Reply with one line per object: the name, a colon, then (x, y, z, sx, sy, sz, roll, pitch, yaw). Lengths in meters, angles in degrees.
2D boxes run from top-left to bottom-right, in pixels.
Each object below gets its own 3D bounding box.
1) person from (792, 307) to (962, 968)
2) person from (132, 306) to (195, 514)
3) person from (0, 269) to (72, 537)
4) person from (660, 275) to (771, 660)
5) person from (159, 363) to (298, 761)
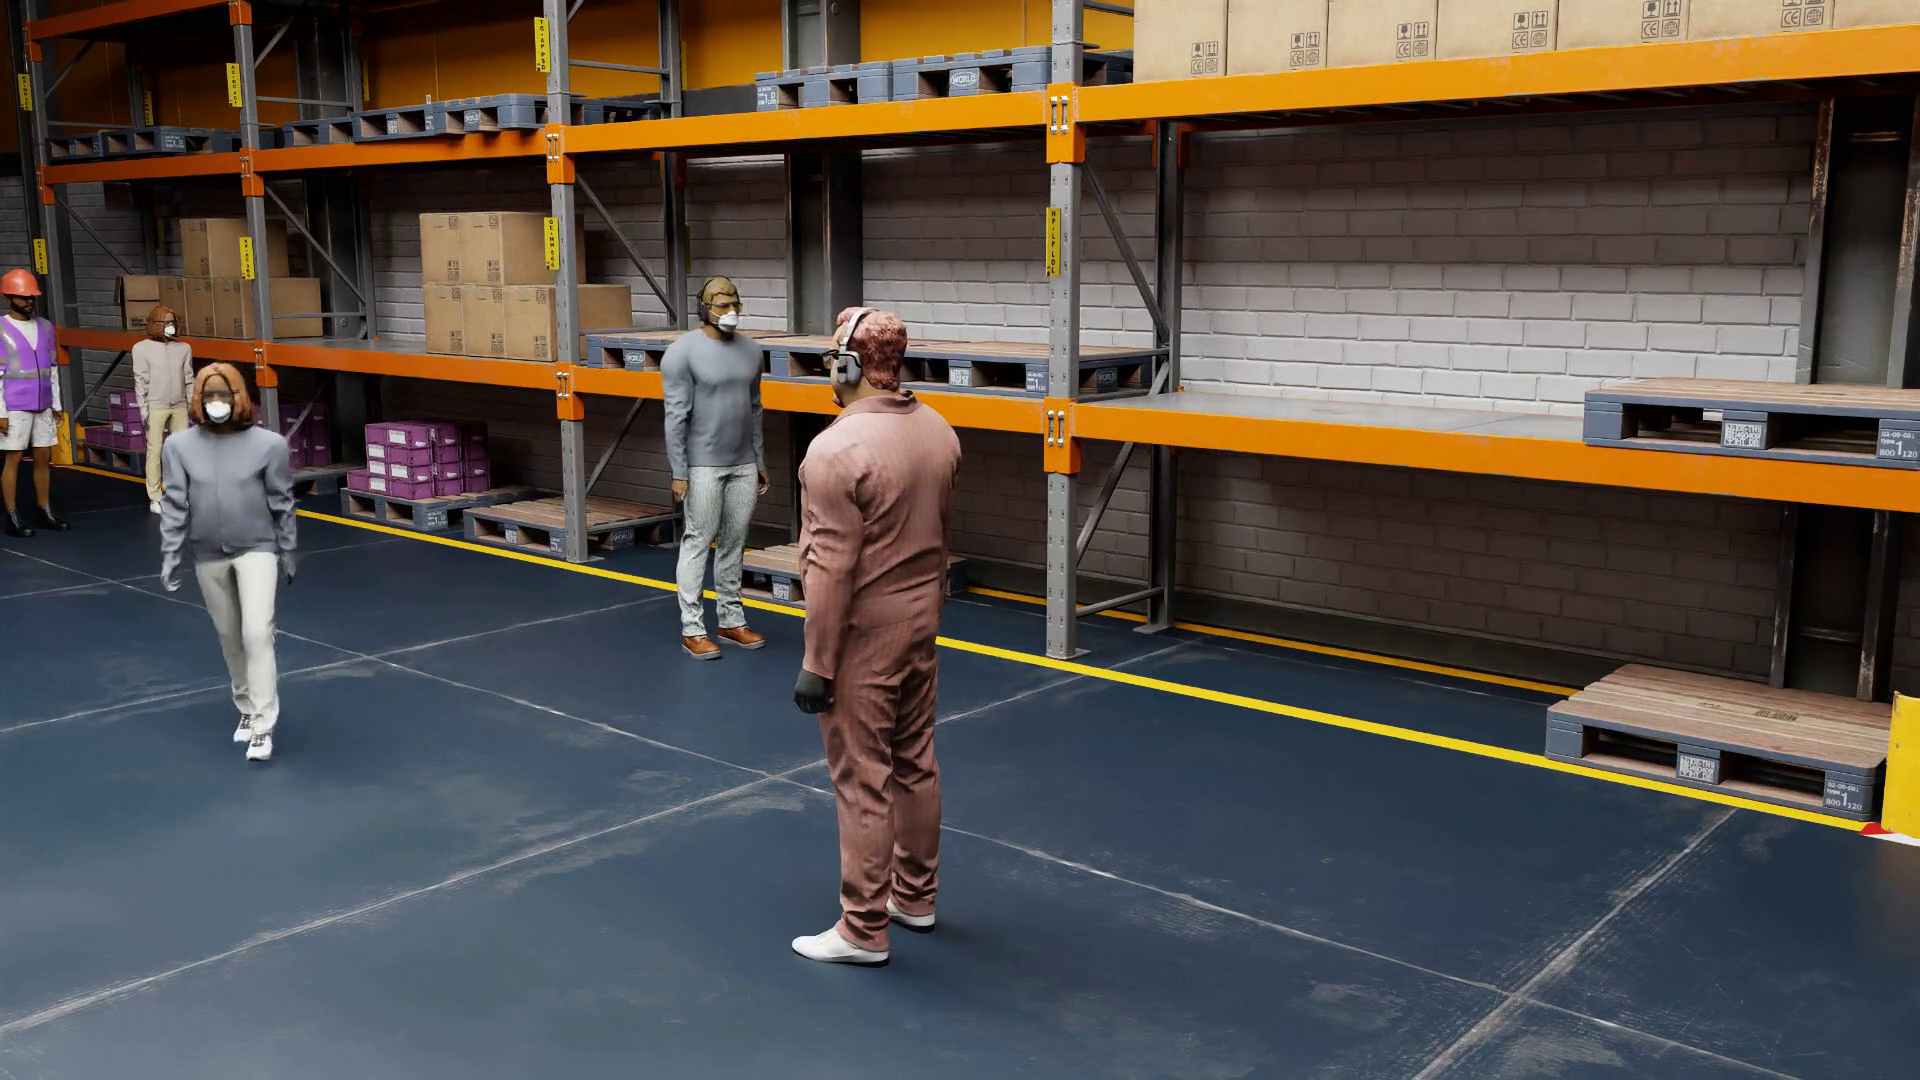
person: (-0.269, 0.283, 4.855, 0.407, 1.908, 0.641, 6, 12, 30)
person: (-6.238, -1.023, 13.089, 0.276, 1.629, 0.497, 7, 12, 34)
person: (-6.722, -0.982, 12.017, 0.412, 1.929, 0.548, 4, 11, 22)
person: (-1.231, -0.372, 8.492, 0.355, 1.937, 0.635, 9, 13, 40)
person: (-2.980, 0.093, 6.766, 0.498, 1.605, 0.771, -1, 10, -6)
